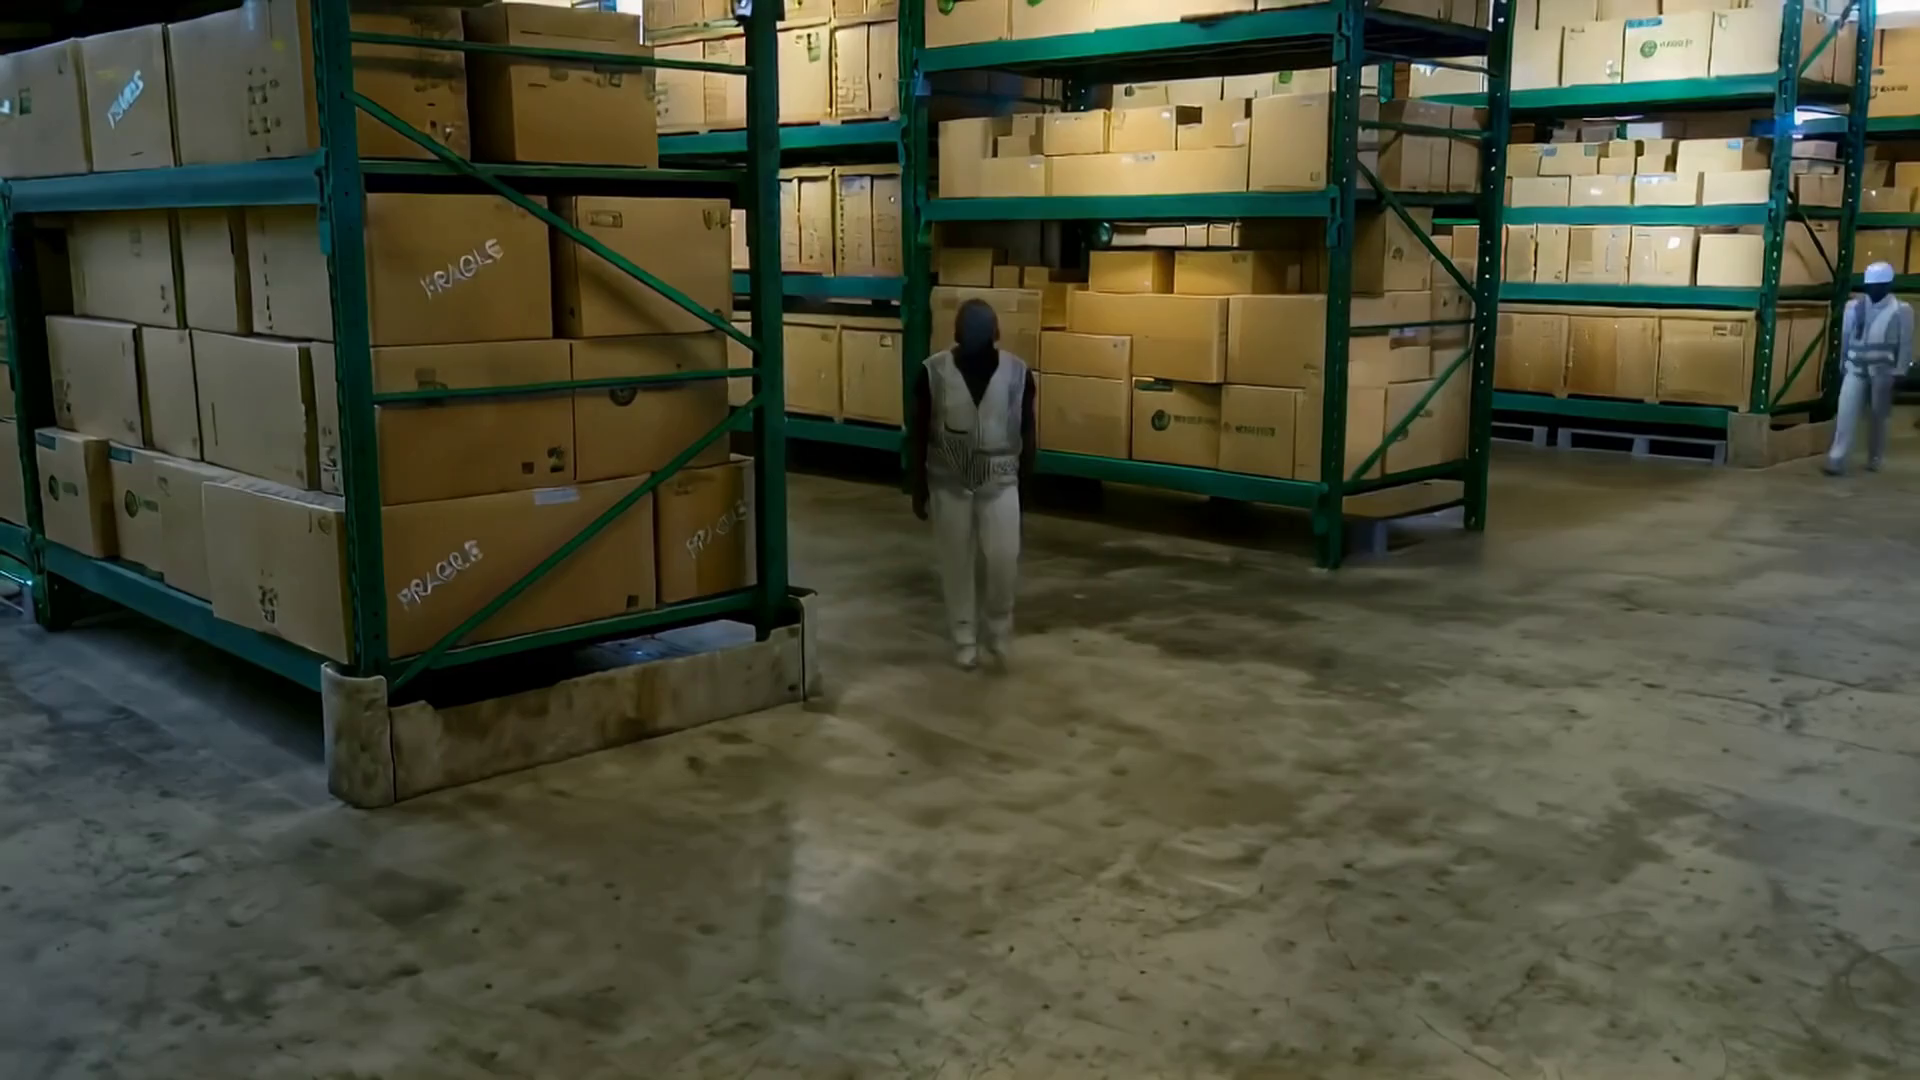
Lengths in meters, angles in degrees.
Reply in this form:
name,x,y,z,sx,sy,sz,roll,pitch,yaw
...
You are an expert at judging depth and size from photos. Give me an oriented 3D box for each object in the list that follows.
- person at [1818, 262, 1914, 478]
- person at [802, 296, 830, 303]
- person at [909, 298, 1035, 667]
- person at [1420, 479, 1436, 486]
name,x,y,z,sx,sy,sz,roll,pitch,yaw
person,7.962,-1.474,14.579,0.969,1.890,0.630,-10,14,-43
person,-1.943,-2.753,21.755,0.606,1.820,0.589,-9,14,-40
person,0.060,-0.271,8.210,0.629,1.827,0.453,0,10,-2
person,4.075,-1.331,14.188,0.557,1.737,0.692,-3,11,-13
